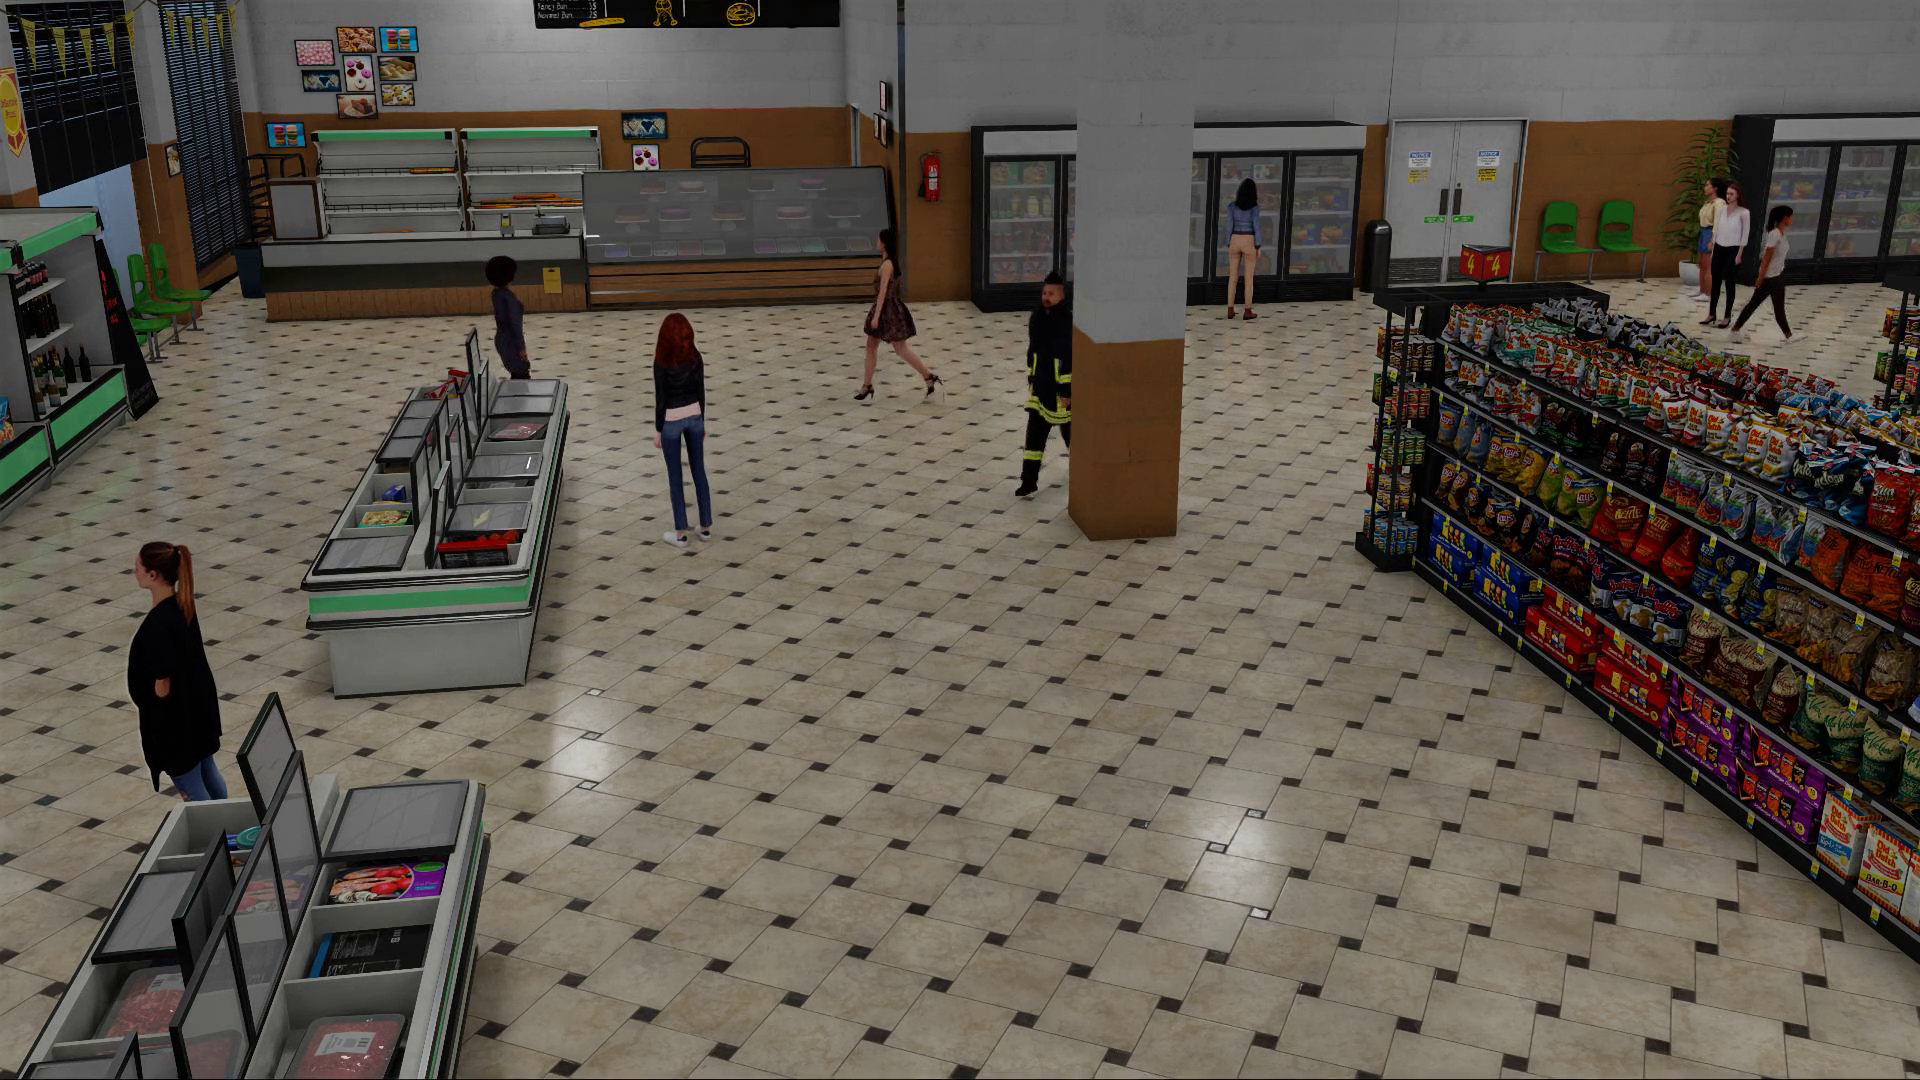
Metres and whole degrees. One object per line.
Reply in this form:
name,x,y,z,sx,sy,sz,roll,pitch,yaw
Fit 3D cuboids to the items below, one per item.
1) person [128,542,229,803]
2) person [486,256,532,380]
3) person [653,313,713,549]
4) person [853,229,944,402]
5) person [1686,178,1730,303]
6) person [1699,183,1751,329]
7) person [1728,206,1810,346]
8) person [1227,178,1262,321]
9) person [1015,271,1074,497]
person,-3.673,0.803,7.871,0.699,1.684,0.510,-2,19,-5
person,-4.231,-1.771,15.488,0.903,1.695,0.936,-13,22,-33
person,-2.104,-0.835,12.567,0.656,1.787,0.659,-13,23,-34
person,-0.644,-2.210,16.721,0.823,1.738,1.127,0,19,0
person,10.037,-4.025,22.275,0.760,1.630,0.580,2,19,6
person,9.483,-3.512,20.549,0.717,1.760,0.554,-11,21,-29
person,9.433,-3.092,19.578,1.129,1.585,1.076,13,23,34
person,3.578,-3.686,21.045,0.706,1.772,0.749,10,21,26
person,0.855,-1.297,13.881,1.186,1.824,1.262,12,22,32
